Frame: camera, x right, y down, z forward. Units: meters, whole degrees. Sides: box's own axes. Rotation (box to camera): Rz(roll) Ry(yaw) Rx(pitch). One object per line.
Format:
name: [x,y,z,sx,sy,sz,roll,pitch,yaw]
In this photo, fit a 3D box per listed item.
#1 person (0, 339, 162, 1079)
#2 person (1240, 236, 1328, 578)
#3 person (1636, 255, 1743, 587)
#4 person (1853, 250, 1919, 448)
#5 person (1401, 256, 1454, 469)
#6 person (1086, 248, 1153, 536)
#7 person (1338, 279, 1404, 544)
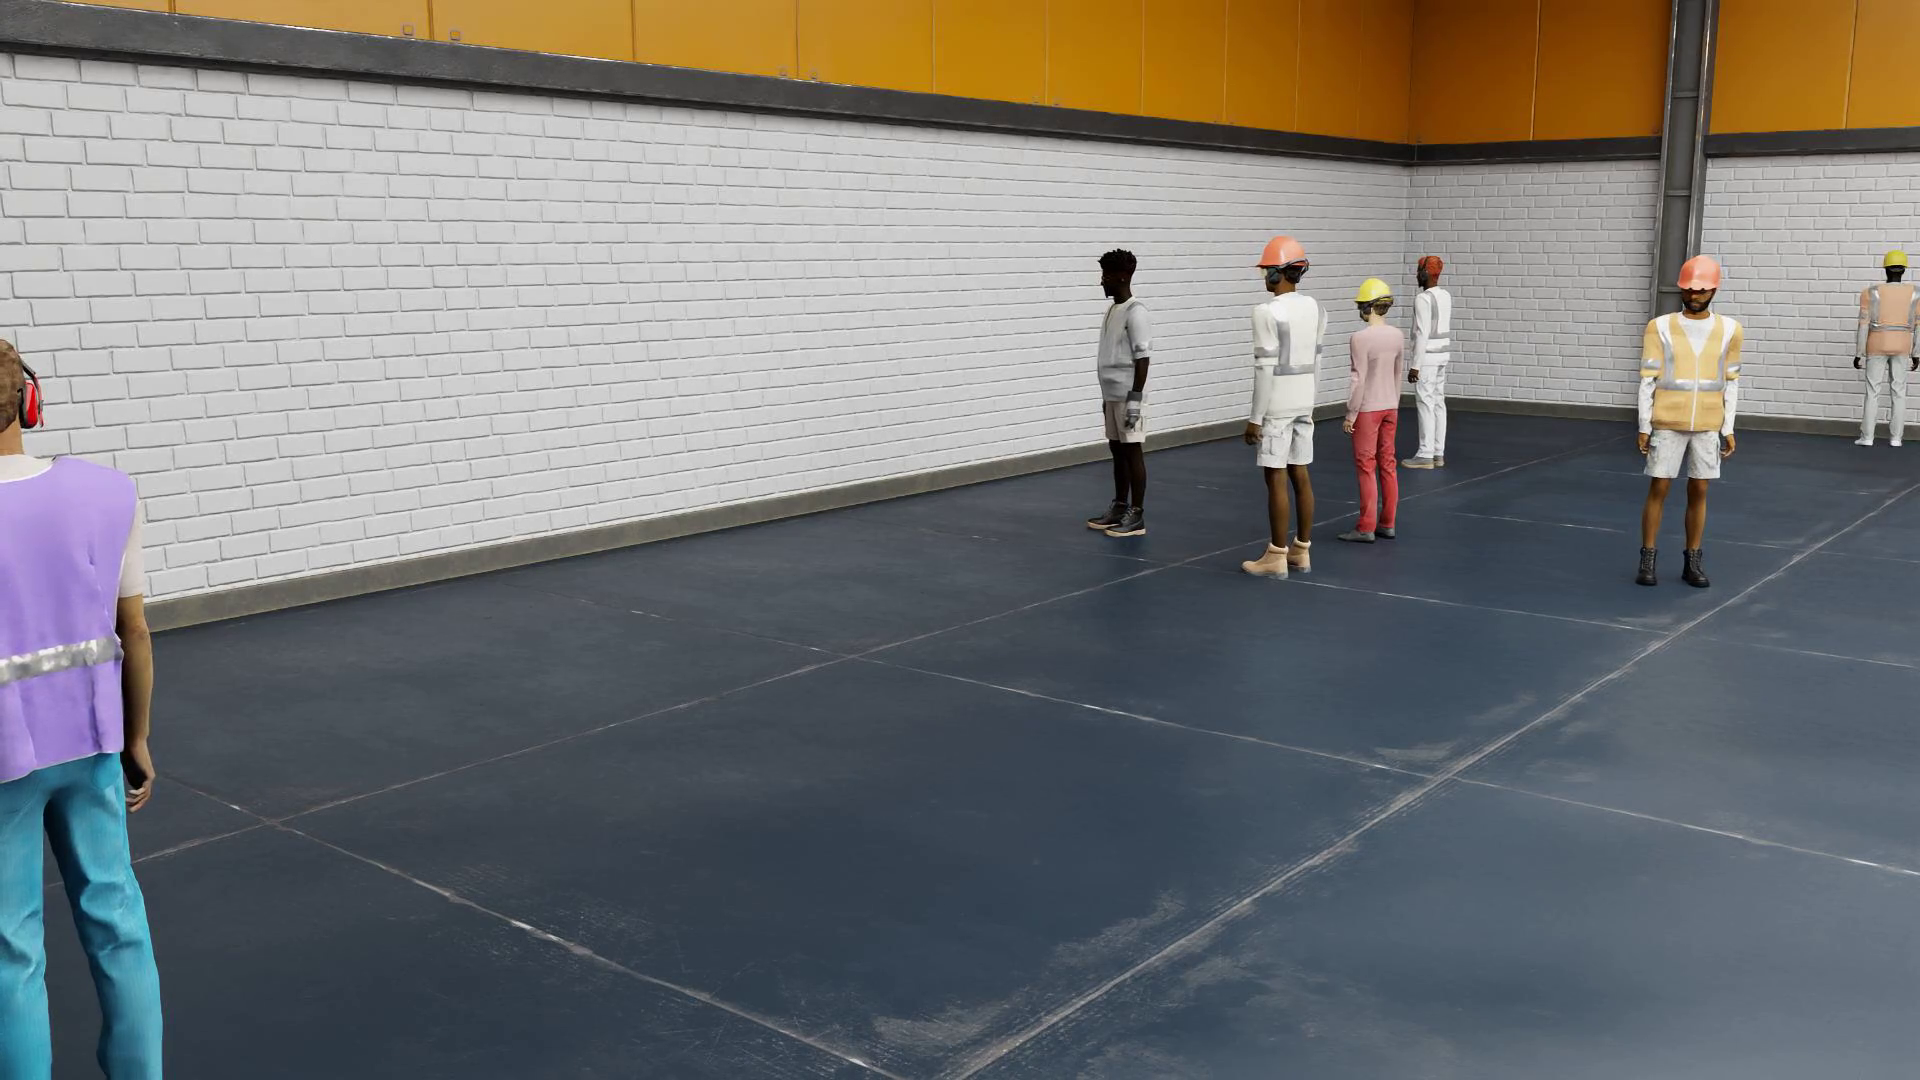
person: [-1.969,0.484,3.515,0.389,1.837,0.563,7,13,35]
person: [1.925,-0.791,10.004,0.607,2.045,0.390,-9,13,-40]
person: [4.242,-0.680,9.689,0.550,1.933,0.373,2,10,11]
person: [9.063,-1.859,16.250,0.594,1.924,0.370,3,11,15]
person: [4.165,-1.575,14.795,0.349,1.882,0.577,9,14,41]
person: [1.118,-1.007,11.424,0.370,1.963,0.608,-3,11,-14]
person: [2.754,-0.862,11.167,0.533,1.767,0.325,-8,13,-39]
